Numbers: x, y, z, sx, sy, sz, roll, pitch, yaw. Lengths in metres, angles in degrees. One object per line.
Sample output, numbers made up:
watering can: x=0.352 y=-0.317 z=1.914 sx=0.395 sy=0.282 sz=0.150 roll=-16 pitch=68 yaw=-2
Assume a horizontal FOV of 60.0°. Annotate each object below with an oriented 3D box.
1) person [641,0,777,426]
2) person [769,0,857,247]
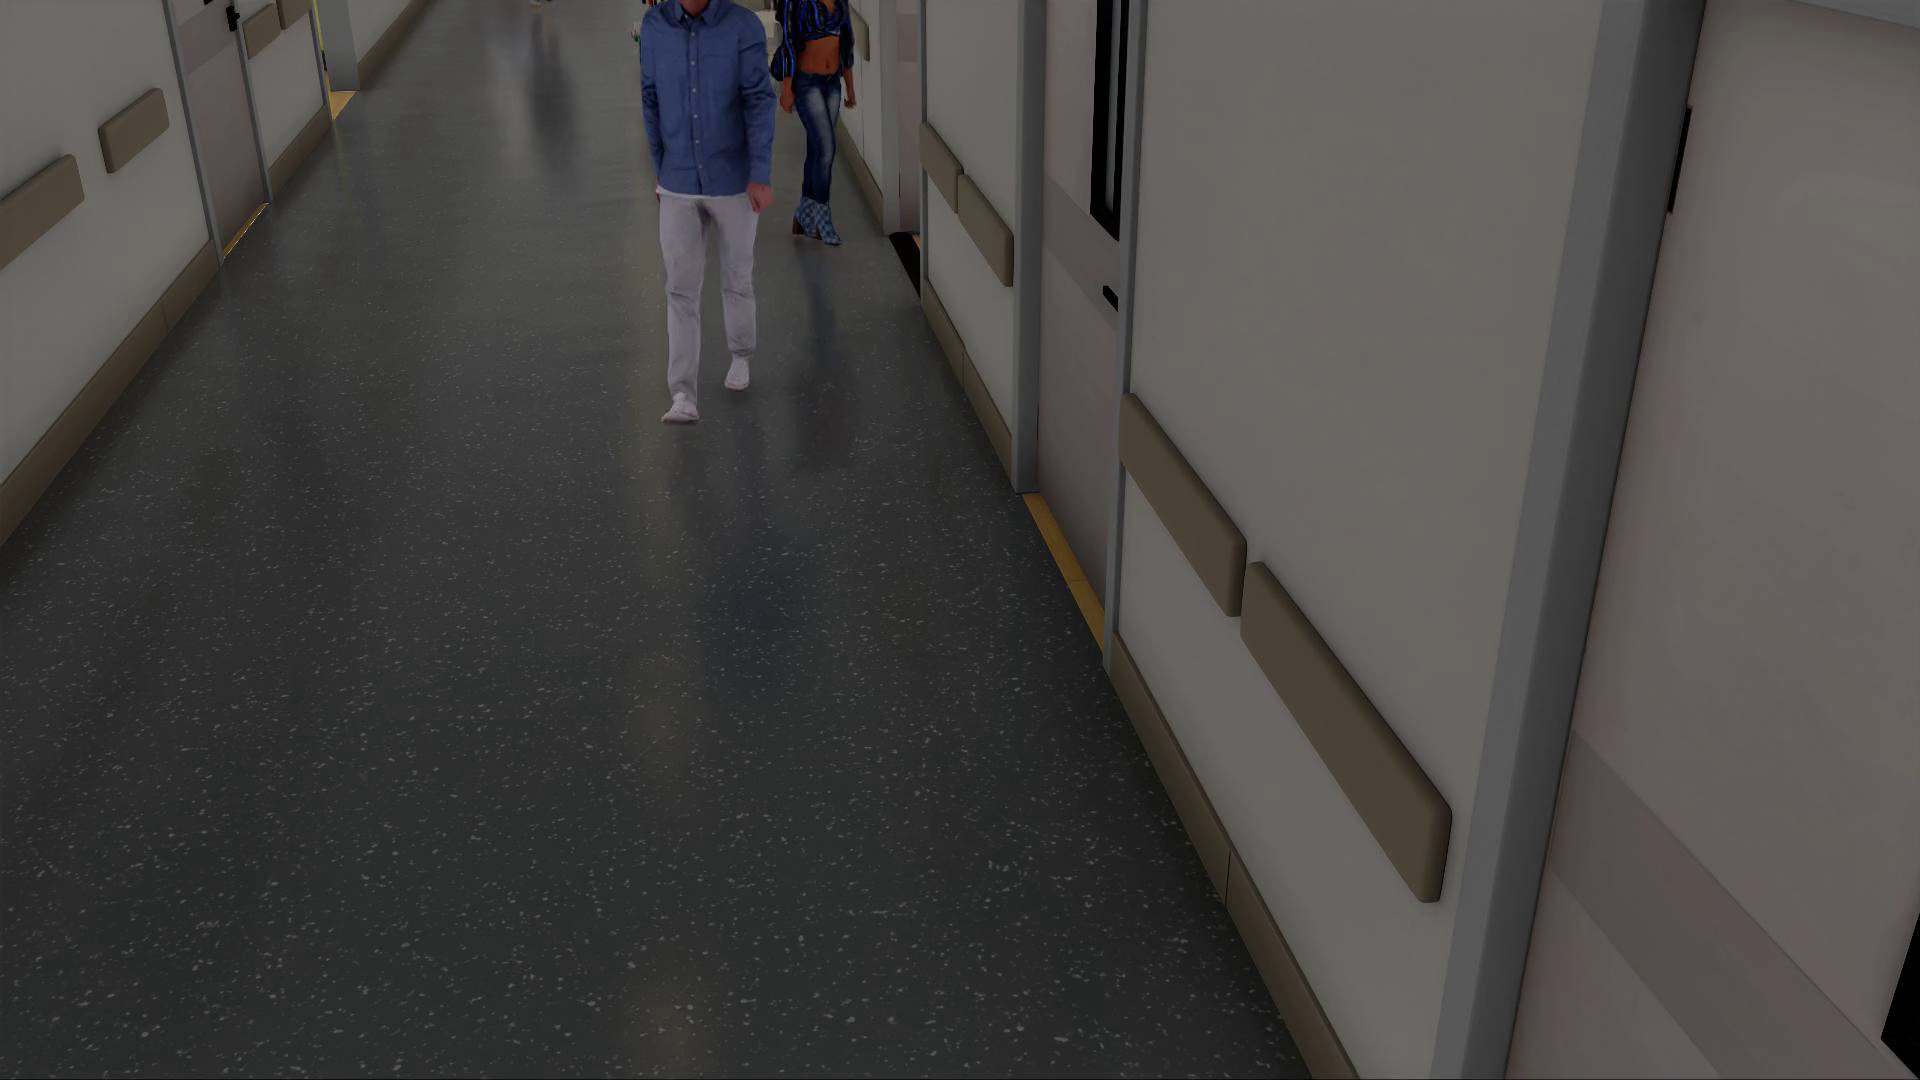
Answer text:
person: x=-0.943 y=-1.400 z=6.442 sx=1.139 sy=1.839 sz=0.942 roll=2 pitch=26 yaw=5
person: x=-0.803 y=-2.369 z=8.722 sx=0.846 sy=1.603 sz=0.782 roll=23 pitch=34 yaw=39
